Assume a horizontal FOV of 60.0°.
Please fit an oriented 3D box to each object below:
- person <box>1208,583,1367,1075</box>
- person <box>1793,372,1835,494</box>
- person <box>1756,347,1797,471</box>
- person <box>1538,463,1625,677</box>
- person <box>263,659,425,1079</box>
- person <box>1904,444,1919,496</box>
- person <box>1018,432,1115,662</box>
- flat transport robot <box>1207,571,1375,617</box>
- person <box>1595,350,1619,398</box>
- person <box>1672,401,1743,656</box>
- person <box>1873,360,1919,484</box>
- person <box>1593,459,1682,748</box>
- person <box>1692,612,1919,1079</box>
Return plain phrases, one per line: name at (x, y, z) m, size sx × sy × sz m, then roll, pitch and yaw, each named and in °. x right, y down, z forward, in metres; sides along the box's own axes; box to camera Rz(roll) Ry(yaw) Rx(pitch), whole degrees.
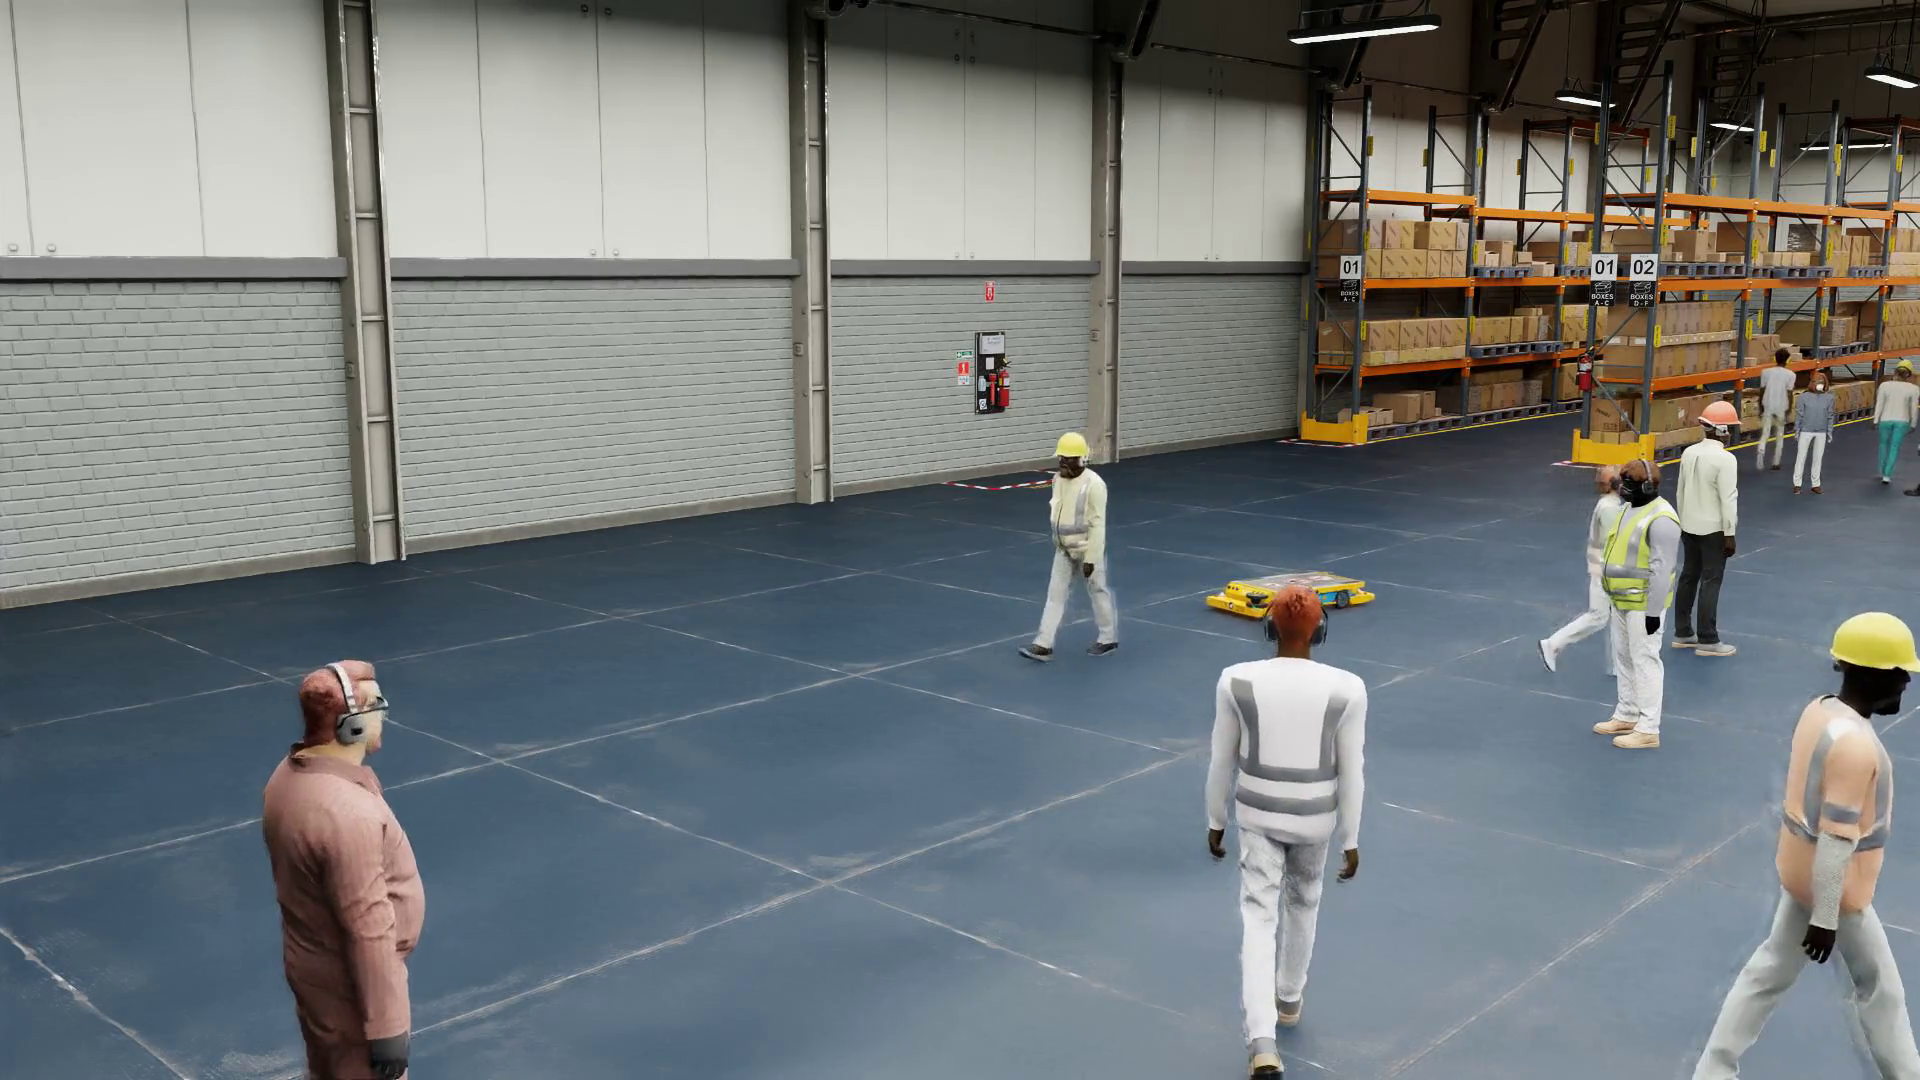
person at (1.240, 1.081, 6.366) m, size 0.584 × 1.849 × 0.935 m, roll 2°, pitch 9°, yaw 11°
person at (11.435, -1.428, 22.285) m, size 0.498 × 1.636 × 0.286 m, roll 1°, pitch 9°, yaw 7°
person at (12.082, -1.929, 24.690) m, size 0.534 × 1.850 × 0.605 m, roll 7°, pitch 12°, yaw 38°
person at (4.709, 0.230, 12.251) m, size 0.707 × 1.611 × 0.517 m, roll 5°, pitch 10°, yaw 27°
person at (-1.778, 1.293, 4.906) m, size 0.402 × 1.907 × 0.677 m, roll -7°, pitch 12°, yaw -38°
person at (12.862, -1.507, 21.926) m, size 0.516 × 1.914 × 0.566 m, roll 9°, pitch 13°, yaw 42°
person at (0.864, 0.065, 12.737) m, size 0.927 × 1.777 × 0.604 m, roll -7°, pitch 12°, yaw -37°
flat transport robot at (2.966, 0.470, 14.868) m, size 1.431 × 0.197 × 0.652 m, roll -6°, pitch 11°, yaw -32°
person at (11.582, -2.659, 29.829) m, size 0.348 × 1.620 × 0.529 m, roll -5°, pitch 10°, yaw -26°
person at (5.887, -0.094, 13.065) m, size 0.387 × 1.992 × 0.626 m, roll -2°, pitch 10°, yaw -12°
person at (13.219, -1.665, 23.463) m, size 0.534 × 1.715 × 0.897 m, roll 8°, pitch 12°, yaw 39°
person at (4.303, 0.395, 10.585) m, size 0.429 × 1.835 × 0.630 m, roll 0°, pitch 9°, yaw -1°
person at (3.070, 1.164, 5.757) m, size 0.983 × 1.871 × 0.608 m, roll 3°, pitch 10°, yaw 16°
